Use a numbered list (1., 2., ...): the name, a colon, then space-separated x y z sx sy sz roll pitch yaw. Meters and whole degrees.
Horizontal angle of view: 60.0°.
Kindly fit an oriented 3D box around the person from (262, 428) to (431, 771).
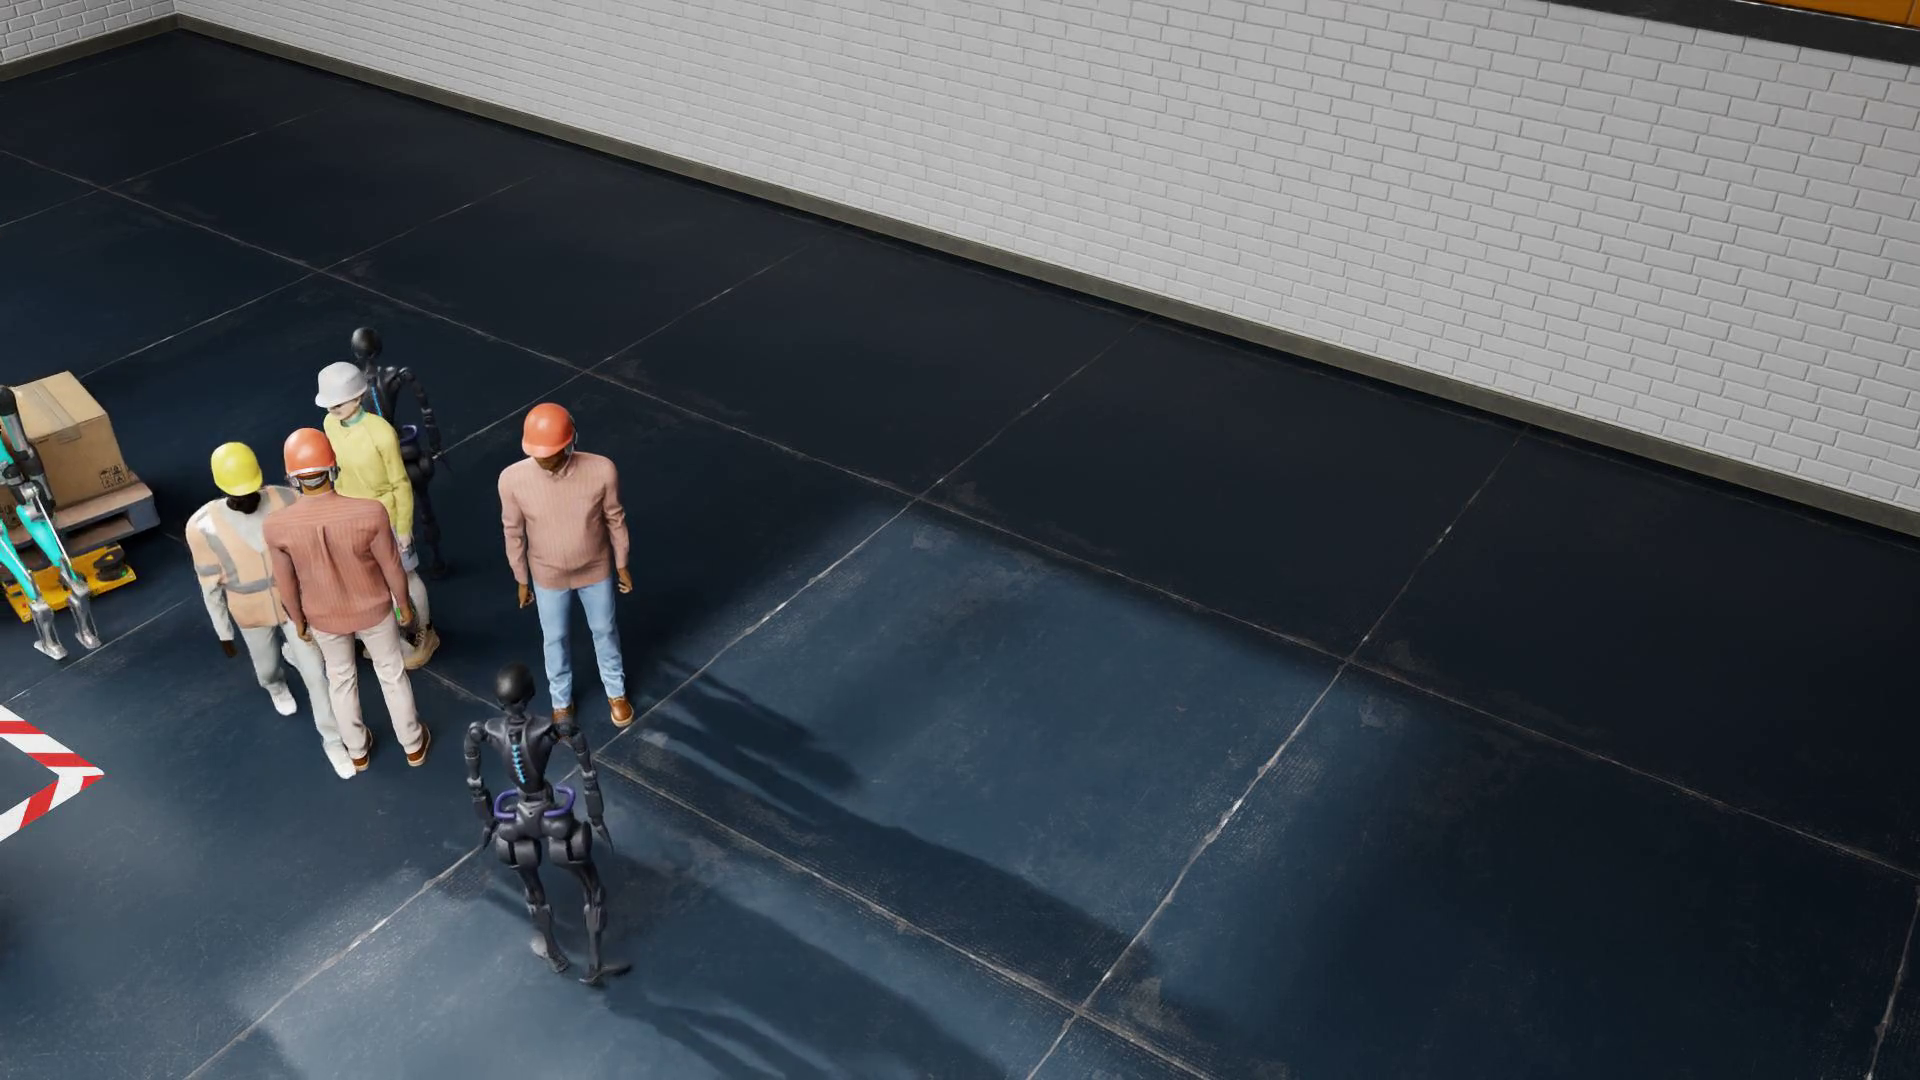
1. person: -3.046 0.327 8.304 0.610 1.986 0.401 -6 35 -8

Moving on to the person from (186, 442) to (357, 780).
1. person: -3.510 0.284 8.449 0.597 1.888 0.893 -19 39 -25

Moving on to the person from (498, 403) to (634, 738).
1. person: -1.989 0.156 8.539 0.612 1.990 0.389 -8 36 -12

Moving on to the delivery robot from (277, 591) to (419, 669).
1. delivery robot: -3.467 0.387 9.435 0.739 0.564 0.499 0 35 0

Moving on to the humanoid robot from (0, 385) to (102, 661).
1. humanoid robot: -5.118 -0.074 9.076 0.755 1.750 0.536 26 42 32

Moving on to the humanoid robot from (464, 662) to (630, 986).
1. humanoid robot: -1.818 1.275 7.219 0.610 1.648 0.457 -1 35 -1

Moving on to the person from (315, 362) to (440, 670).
1. person: -3.178 -0.141 9.054 0.485 1.889 0.385 13 37 18

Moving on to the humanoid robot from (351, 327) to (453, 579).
1. humanoid robot: -3.319 -0.496 9.742 0.600 1.660 0.328 -9 36 -12

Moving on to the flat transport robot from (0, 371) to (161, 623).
1. flat transport robot: -5.682 0.000 10.264 0.659 0.231 1.431 -27 43 -33
